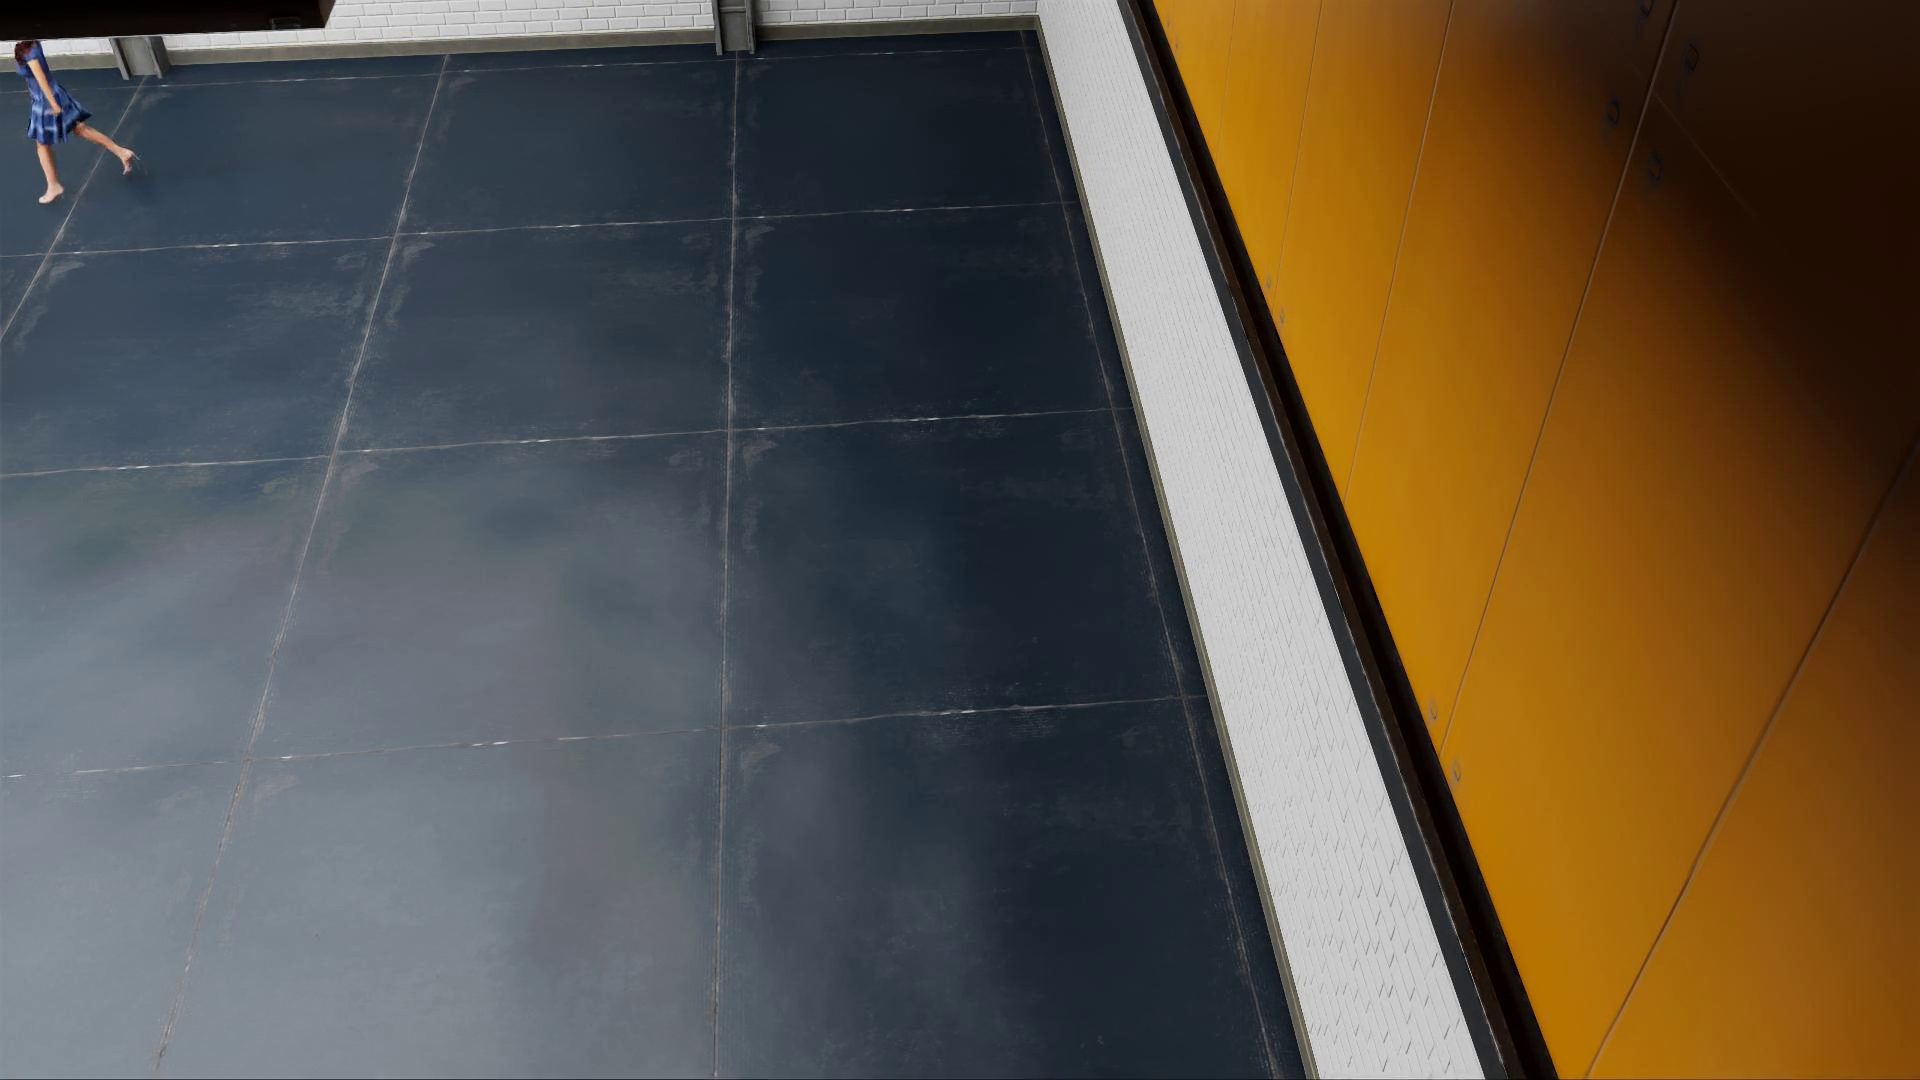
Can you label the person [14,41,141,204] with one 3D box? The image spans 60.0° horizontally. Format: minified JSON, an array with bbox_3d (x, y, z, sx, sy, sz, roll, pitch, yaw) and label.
[{"bbox_3d":[-7.973,-3.863,14.756,1.229,1.769,0.894,-16,46,-16],"label":"person"}]
